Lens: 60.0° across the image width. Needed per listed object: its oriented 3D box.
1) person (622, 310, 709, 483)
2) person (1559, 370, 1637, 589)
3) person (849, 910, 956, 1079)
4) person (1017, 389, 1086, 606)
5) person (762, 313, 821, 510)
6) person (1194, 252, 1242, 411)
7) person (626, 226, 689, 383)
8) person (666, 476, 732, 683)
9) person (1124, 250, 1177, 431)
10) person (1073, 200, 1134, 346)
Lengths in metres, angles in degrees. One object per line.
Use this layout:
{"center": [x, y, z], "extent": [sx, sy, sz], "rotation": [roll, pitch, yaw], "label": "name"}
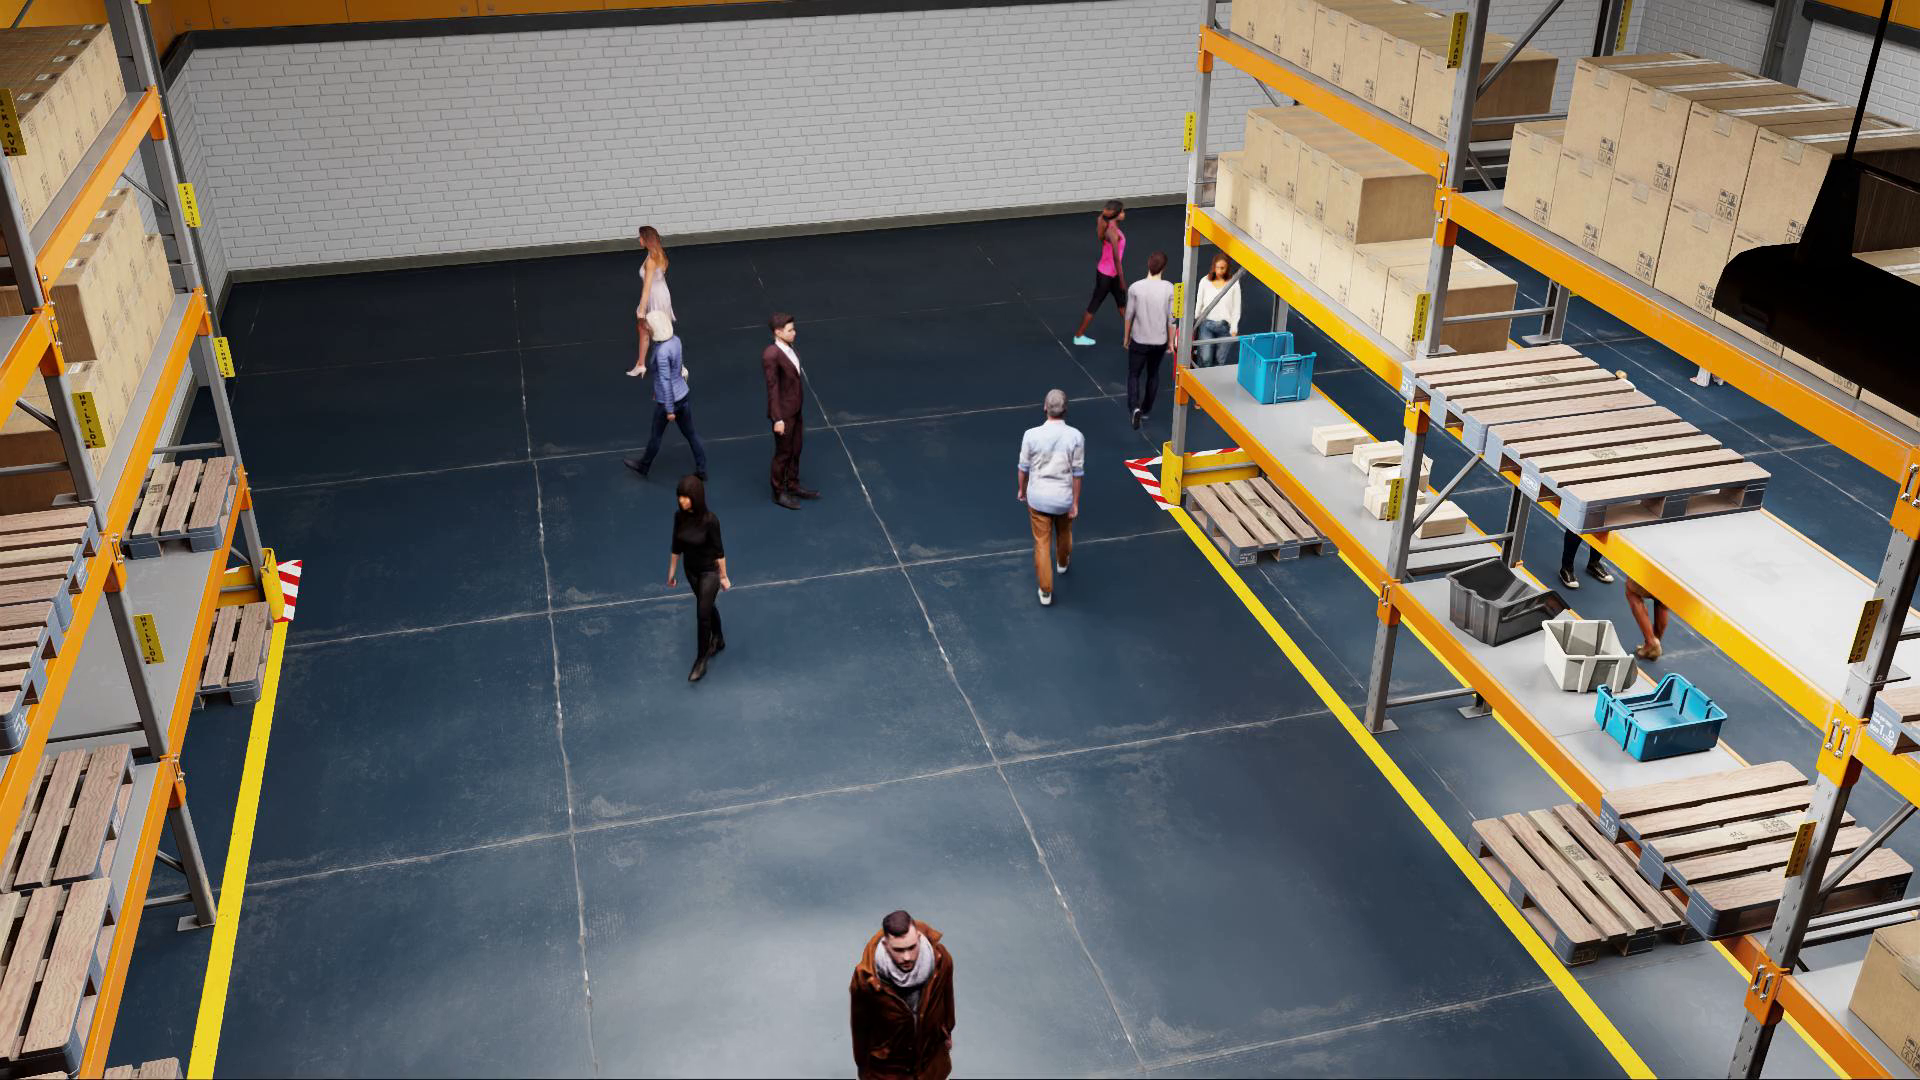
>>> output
{"center": [-2.596, -1.310, 15.544], "extent": [1.065, 1.692, 1.123], "rotation": [8, 30, 15], "label": "person"}
{"center": [5.363, -0.513, 13.877], "extent": [0.677, 1.890, 0.645], "rotation": [-8, 30, -15], "label": "person"}
{"center": [-0.303, 2.531, 8.362], "extent": [0.748, 1.826, 0.731], "rotation": [-11, 30, -19], "label": "person"}
{"center": [0.754, -0.312, 13.607], "extent": [0.857, 1.794, 1.104], "rotation": [0, 29, 0], "label": "person"}
{"center": [-1.610, -1.202, 15.165], "extent": [0.872, 1.865, 0.757], "rotation": [8, 30, 15], "label": "person"}
{"center": [2.673, -2.218, 17.244], "extent": [0.903, 1.659, 1.043], "rotation": [7, 29, 13], "label": "person"}
{"center": [-3.103, -2.449, 17.578], "extent": [0.770, 1.744, 0.913], "rotation": [-1, 29, -2], "label": "person"}
{"center": [-1.935, 0.213, 12.831], "extent": [0.892, 1.616, 0.960], "rotation": [14, 32, 25], "label": "person"}
{"center": [1.889, -1.955, 16.601], "extent": [0.882, 1.812, 1.130], "rotation": [1, 29, 2], "label": "person"}
{"center": [1.556, -2.925, 18.534], "extent": [0.847, 1.664, 1.120], "rotation": [0, 29, 0], "label": "person"}
